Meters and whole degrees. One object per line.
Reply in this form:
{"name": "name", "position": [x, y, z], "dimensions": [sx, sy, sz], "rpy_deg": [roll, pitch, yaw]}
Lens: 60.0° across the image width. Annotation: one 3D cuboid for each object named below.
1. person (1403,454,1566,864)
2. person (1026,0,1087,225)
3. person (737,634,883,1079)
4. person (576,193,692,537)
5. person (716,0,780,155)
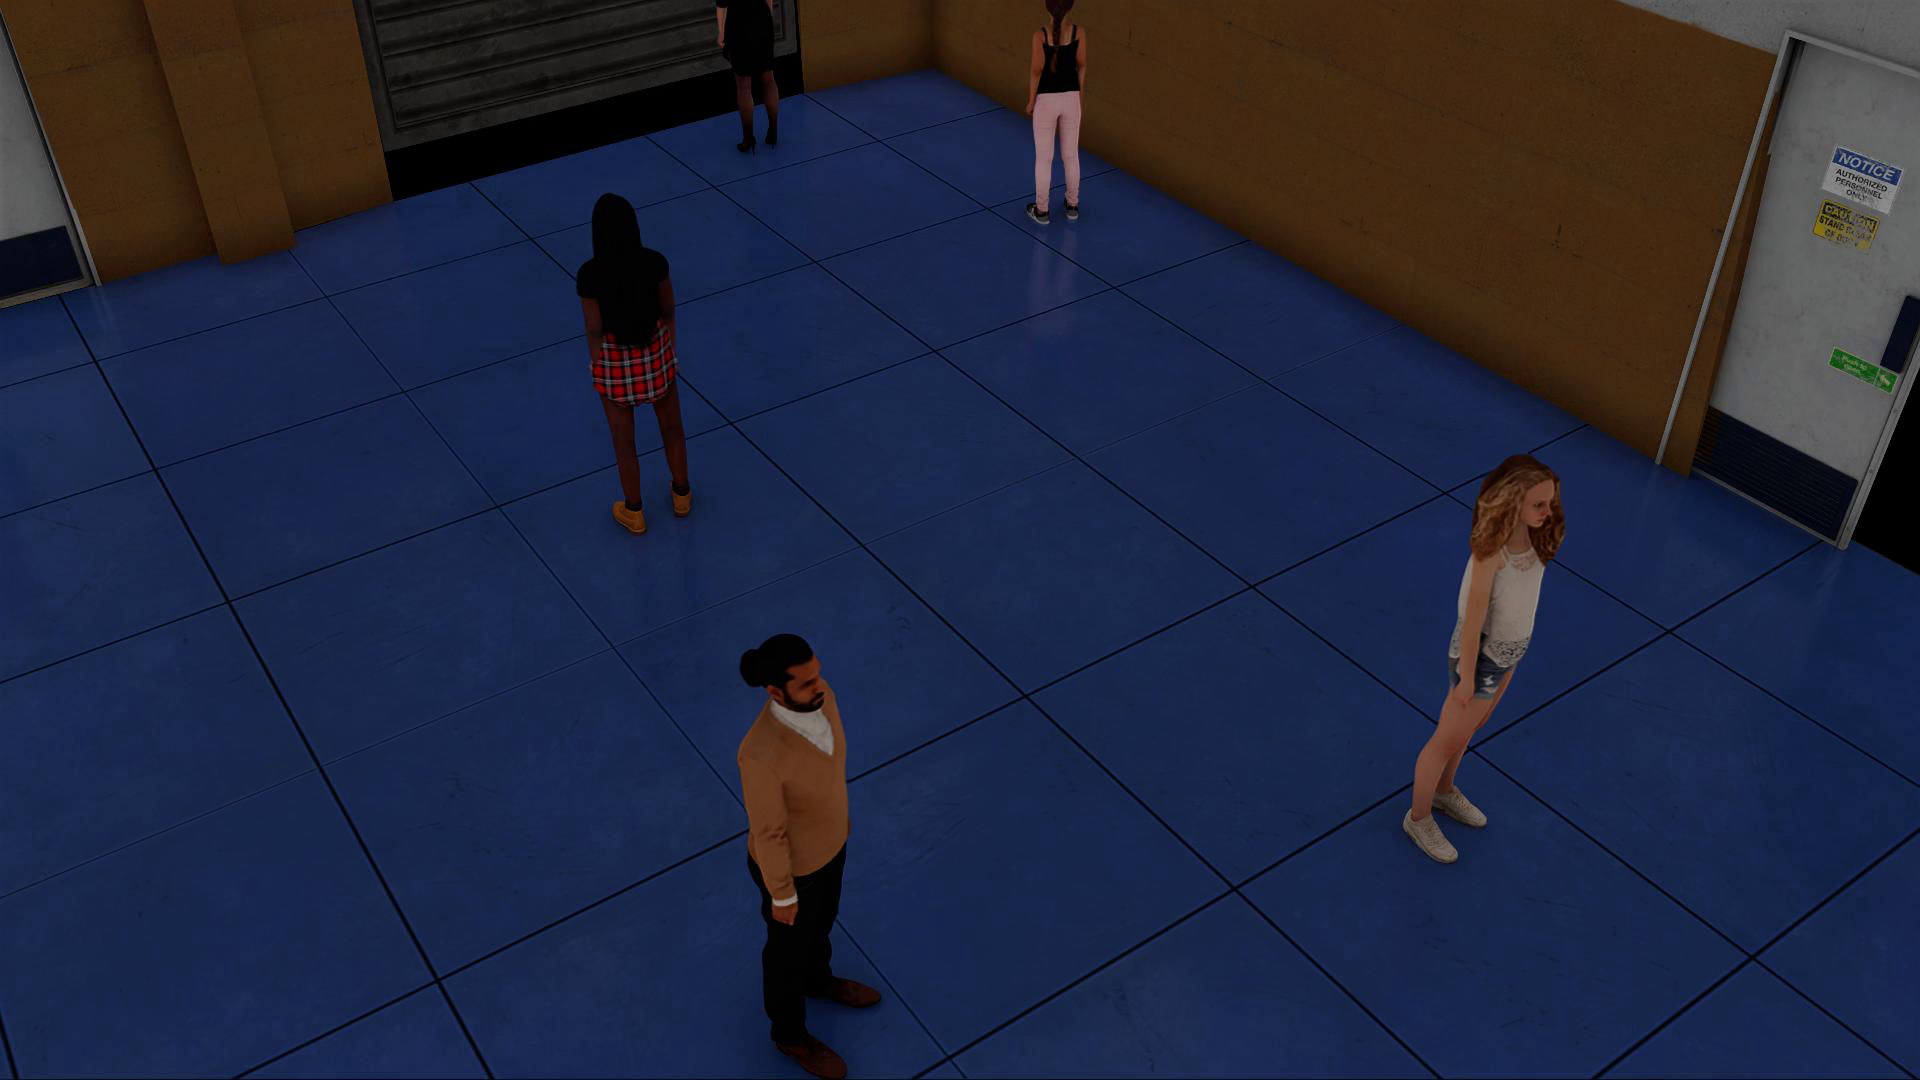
{"name": "person", "position": [1.908, 0.427, 6.112], "dimensions": [0.684, 1.759, 0.525], "rpy_deg": [28, 45, 32]}
{"name": "person", "position": [0.618, -2.762, 10.523], "dimensions": [0.558, 1.565, 0.668], "rpy_deg": [-8, 38, -11]}
{"name": "person", "position": [-0.511, 0.997, 5.357], "dimensions": [0.817, 1.754, 0.726], "rpy_deg": [12, 38, 15]}
{"name": "person", "position": [-1.524, -0.817, 7.795], "dimensions": [0.539, 1.728, 0.669], "rpy_deg": [-20, 41, -25]}
{"name": "person", "position": [-1.440, -3.471, 11.337], "dimensions": [0.443, 1.706, 0.653], "rpy_deg": [-20, 41, -25]}
